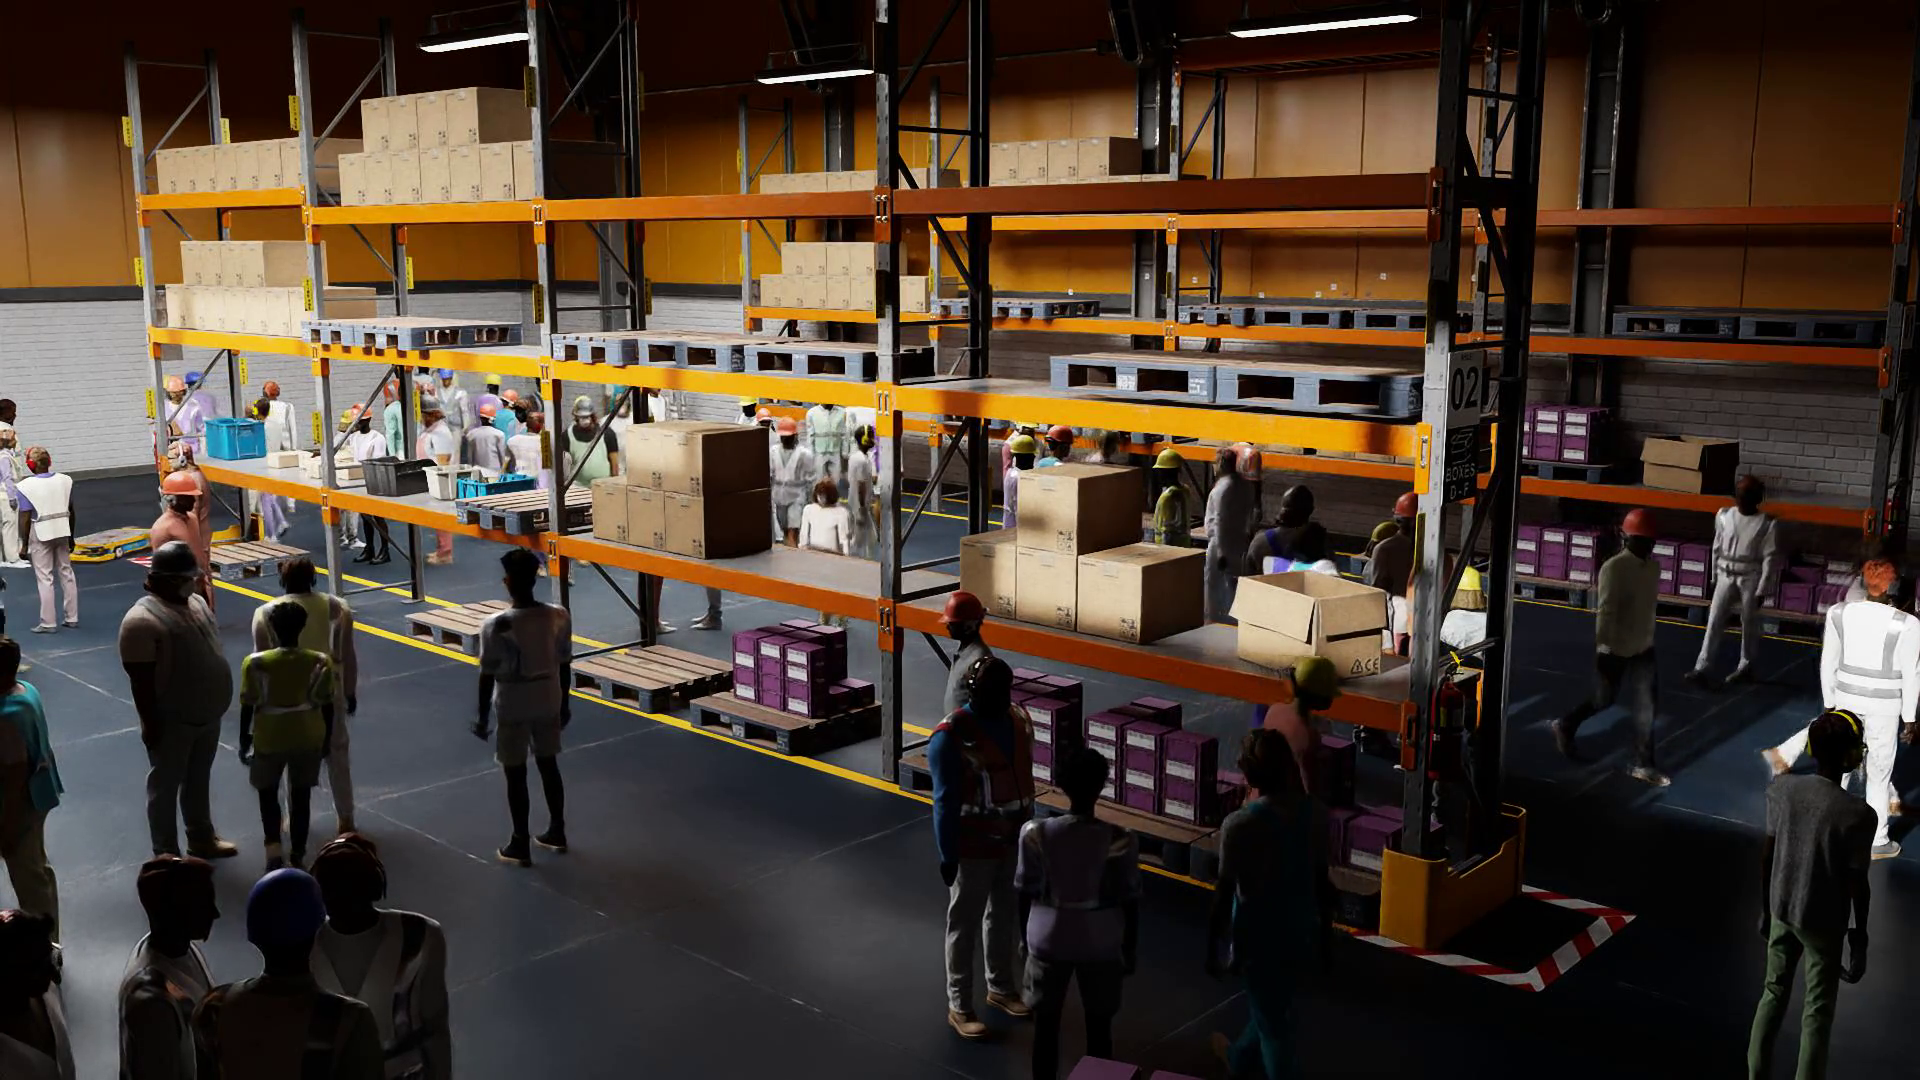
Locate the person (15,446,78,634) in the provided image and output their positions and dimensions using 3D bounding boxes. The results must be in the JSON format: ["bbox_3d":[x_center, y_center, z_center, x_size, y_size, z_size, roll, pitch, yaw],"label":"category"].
[{"bbox_3d":[-8.898,0.002,16.245,0.390,1.840,0.565,5,11,26],"label":"person"}]

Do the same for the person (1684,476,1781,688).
[{"bbox_3d":[6.567,0.379,14.102,0.971,1.839,0.594,-8,13,-39],"label":"person"}]

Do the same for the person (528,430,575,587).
[{"bbox_3d":[-4.603,-0.412,18.698,0.515,1.814,0.893,-5,11,-28],"label":"person"}]

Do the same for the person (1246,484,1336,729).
[{"bbox_3d":[2.488,0.584,12.388,0.683,2.000,0.535,6,12,31],"label":"person"}]

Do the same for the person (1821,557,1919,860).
[{"bbox_3d":[5.629,1.033,10.299,0.356,1.883,0.574,-8,13,-38],"label":"person"}]

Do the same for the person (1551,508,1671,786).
[{"bbox_3d":[4.695,0.715,11.896,0.628,1.964,0.910,-6,11,-28],"label":"person"}]

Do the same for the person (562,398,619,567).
[{"bbox_3d":[-4.439,-0.752,19.941,0.686,2.000,0.962,-3,10,-14],"label":"person"}]

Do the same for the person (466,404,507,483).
[{"bbox_3d":[-6.077,-0.884,21.500,0.563,1.752,0.329,2,10,12],"label":"person"}]

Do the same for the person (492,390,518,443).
[{"bbox_3d":[-6.437,-1.282,23.798,0.573,1.738,0.352,6,12,30],"label":"person"}]

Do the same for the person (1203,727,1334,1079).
[{"bbox_3d":[1.277,1.657,7.028,0.526,1.784,0.995,-4,11,-21],"label":"person"}]

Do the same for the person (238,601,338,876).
[{"bbox_3d":[-3.996,1.202,9.921,0.568,1.668,0.422,-5,11,-25],"label":"person"}]

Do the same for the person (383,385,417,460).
[{"bbox_3d":[-7.641,-1.232,22.979,0.373,1.932,0.631,6,12,32],"label":"person"}]

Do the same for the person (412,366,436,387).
[{"bbox_3d":[-9.074,-2.137,28.118,0.591,1.918,0.383,4,11,23],"label":"person"}]

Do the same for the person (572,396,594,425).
[{"bbox_3d":[-5.166,-1.117,22.889,0.320,1.737,0.487,-5,11,-25],"label":"person"}]

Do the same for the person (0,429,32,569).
[{"bbox_3d":[-11.175,-0.486,19.567,0.313,1.642,0.513,-6,12,-29],"label":"person"}]

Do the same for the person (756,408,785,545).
[{"bbox_3d":[-2.463,-0.800,21.063,0.562,1.742,0.359,-3,11,-19],"label":"person"}]

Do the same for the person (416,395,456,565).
[{"bbox_3d":[-6.285,-0.736,19.852,0.536,2.000,0.682,-4,11,-22],"label":"person"}]

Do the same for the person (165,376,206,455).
[{"bbox_3d":[-10.486,-1.189,22.408,0.615,2.042,0.374,-5,11,-26],"label":"person"}]

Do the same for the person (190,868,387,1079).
[{"bbox_3d":[-1.977,1.931,5.021,0.614,1.950,0.375,2,10,11],"label":"person"}]

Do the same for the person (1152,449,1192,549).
[{"bbox_3d":[1.929,0.122,15.320,0.374,1.925,0.595,5,11,24],"label":"person"}]

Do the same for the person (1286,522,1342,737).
[{"bbox_3d":[2.504,0.771,11.993,0.431,1.817,0.680,-2,10,-11],"label":"person"}]

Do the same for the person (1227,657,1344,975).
[{"bbox_3d":[1.651,1.422,8.534,0.556,1.713,0.549,-2,10,-9],"label":"person"}]

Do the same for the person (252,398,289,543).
[{"bbox_3d":[-8.850,-0.879,21.202,0.422,1.844,0.641,5,11,25],"label":"person"}]

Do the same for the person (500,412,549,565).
[{"bbox_3d":[-5.133,-0.600,19.717,0.747,1.826,0.417,-1,10,-7],"label":"person"}]

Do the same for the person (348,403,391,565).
[{"bbox_3d":[-7.053,-0.665,19.779,0.547,1.929,0.389,6,12,29],"label":"person"}]

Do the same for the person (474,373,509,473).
[{"bbox_3d":[-7.058,-1.575,25.070,0.589,1.882,1.008,2,10,11],"label":"person"}]

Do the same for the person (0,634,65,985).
[{"bbox_3d":[-4.778,1.375,8.461,0.388,1.847,0.563,-4,11,-22],"label":"person"}]

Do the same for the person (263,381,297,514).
[{"bbox_3d":[-9.667,-1.302,23.498,0.575,1.885,0.355,-8,13,-38],"label":"person"}]

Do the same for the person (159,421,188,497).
[{"bbox_3d":[-9.725,-0.666,20.638,0.296,1.621,0.513,3,10,15],"label":"person"}]

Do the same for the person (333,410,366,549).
[{"bbox_3d":[-7.657,-0.765,20.892,0.486,1.735,0.356,7,12,36],"label":"person"}]

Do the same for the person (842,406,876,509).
[{"bbox_3d":[-1.354,-1.267,23.334,0.601,1.868,0.578,-2,10,-13],"label":"person"}]

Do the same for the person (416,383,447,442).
[{"bbox_3d":[-7.332,-1.228,23.050,0.404,1.901,0.646,0,10,0],"label":"person"}]

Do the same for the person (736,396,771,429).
[{"bbox_3d":[-2.739,-1.029,21.871,0.607,1.913,0.415,8,13,38],"label":"person"}]

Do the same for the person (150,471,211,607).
[{"bbox_3d":[-6.251,0.431,13.421,0.408,1.987,0.614,0,10,1],"label":"person"}]

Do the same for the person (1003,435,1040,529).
[{"bbox_3d":[0.606,-0.081,16.471,0.364,1.928,0.586,-1,10,-4],"label":"person"}]
